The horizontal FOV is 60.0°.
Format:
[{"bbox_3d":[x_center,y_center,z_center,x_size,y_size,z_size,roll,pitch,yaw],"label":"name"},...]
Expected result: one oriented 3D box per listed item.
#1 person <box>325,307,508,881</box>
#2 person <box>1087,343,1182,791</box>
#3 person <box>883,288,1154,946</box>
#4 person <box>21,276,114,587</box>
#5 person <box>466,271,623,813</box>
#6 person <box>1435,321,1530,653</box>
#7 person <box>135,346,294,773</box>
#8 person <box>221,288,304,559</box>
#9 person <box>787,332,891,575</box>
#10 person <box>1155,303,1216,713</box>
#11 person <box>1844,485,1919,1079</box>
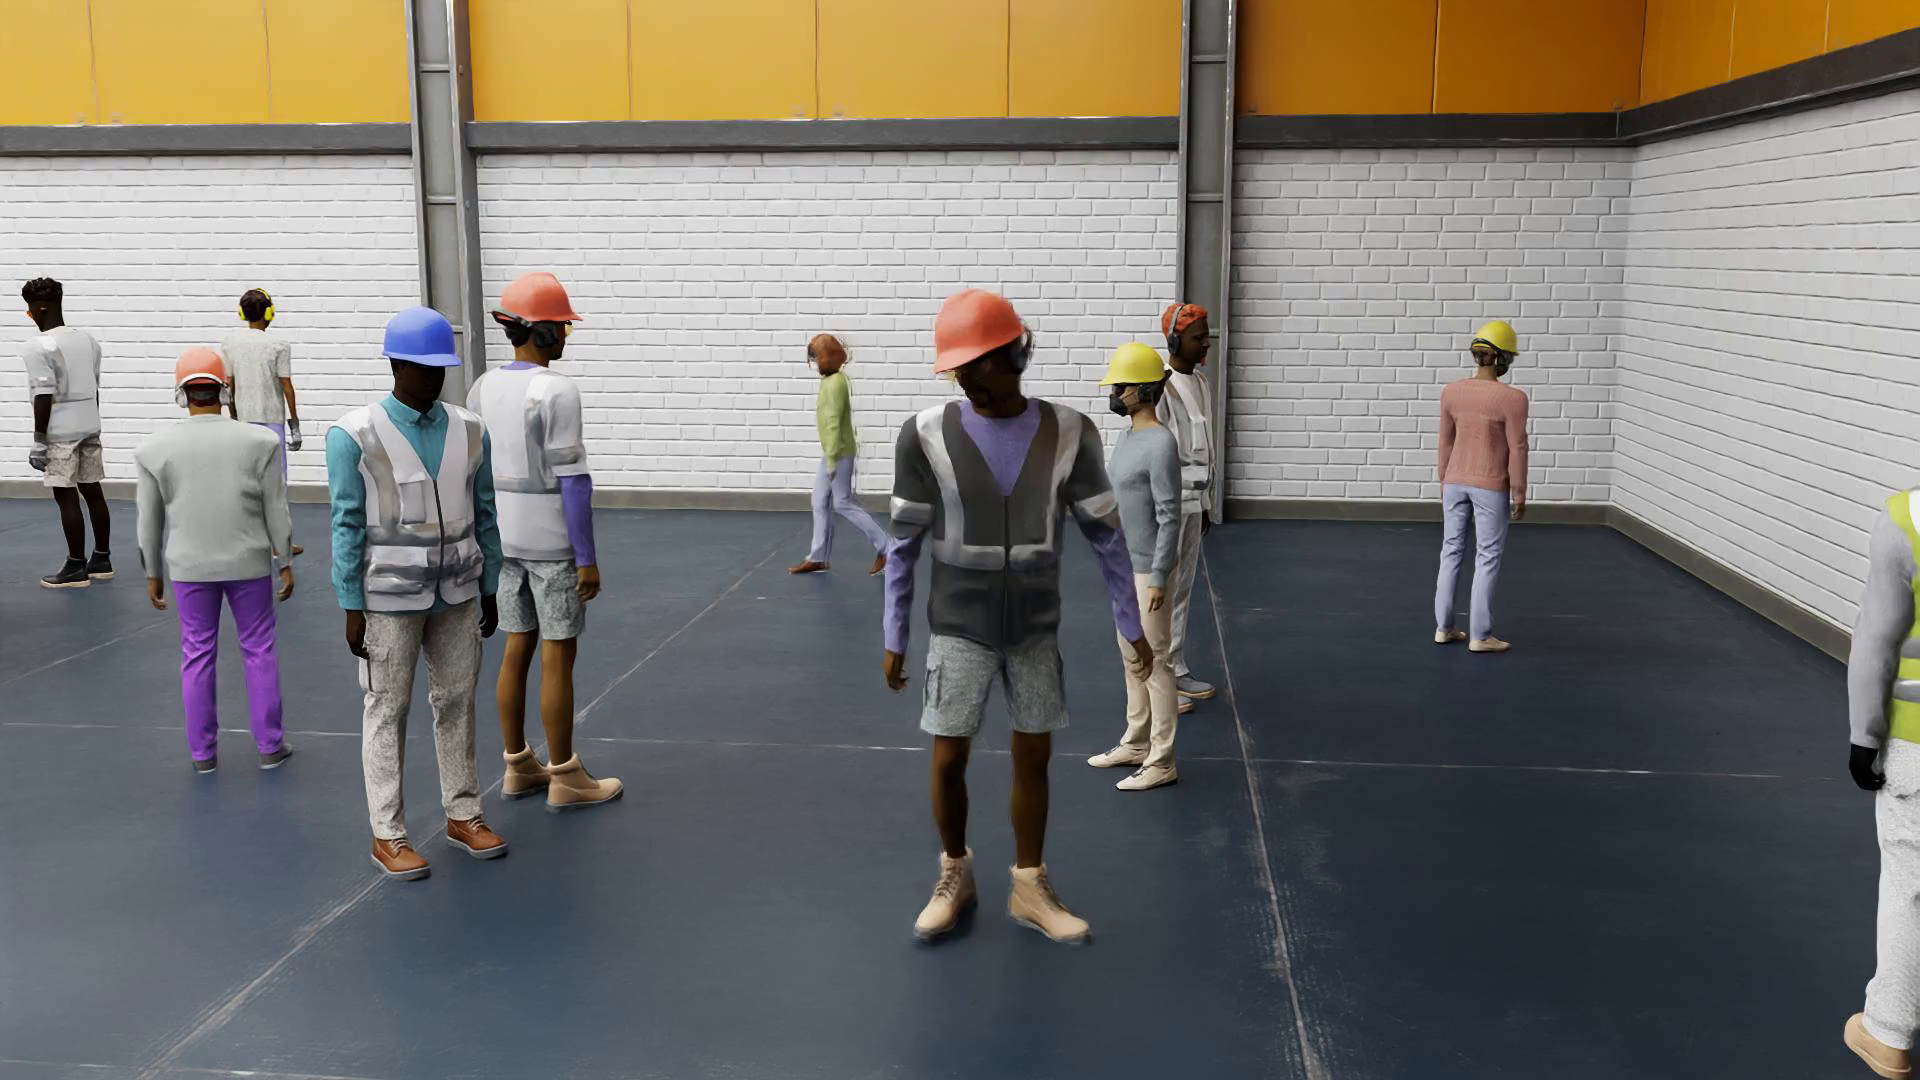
[{"bbox_3d":[-1.834,0.180,5.682,0.415,1.939,0.605,9,14,43],"label":"person"},{"bbox_3d":[0.696,0.106,6.591,0.316,1.767,0.535,-3,10,-14],"label":"person"},{"bbox_3d":[0.174,0.259,5.021,0.808,2.021,0.460,-2,10,-9],"label":"person"},{"bbox_3d":[-5.668,-0.677,10.523,0.393,1.959,0.607,2,10,9],"label":"person"},{"bbox_3d":[-1.586,0.011,6.341,0.605,2.045,0.382,8,13,38],"label":"person"},{"bbox_3d":[2.773,-0.275,8.816,0.342,1.754,0.533,-8,13,-38],"label":"person"},{"bbox_3d":[-3.018,0.086,6.780,0.573,1.744,0.344,-3,10,-17],"label":"person"},{"bbox_3d":[-4.811,-0.798,11.500,0.509,1.864,0.333,1,10,4],"label":"person"},{"bbox_3d":[-0.763,-0.556,10.828,0.710,1.606,0.543,-1,10,-7],"label":"person"},{"bbox_3d":[1.010,-0.153,7.736,0.340,1.882,0.585,6,11,30],"label":"person"},{"bbox_3d":[2.575,0.488,4.221,0.629,1.837,0.429,2,10,11],"label":"person"}]
